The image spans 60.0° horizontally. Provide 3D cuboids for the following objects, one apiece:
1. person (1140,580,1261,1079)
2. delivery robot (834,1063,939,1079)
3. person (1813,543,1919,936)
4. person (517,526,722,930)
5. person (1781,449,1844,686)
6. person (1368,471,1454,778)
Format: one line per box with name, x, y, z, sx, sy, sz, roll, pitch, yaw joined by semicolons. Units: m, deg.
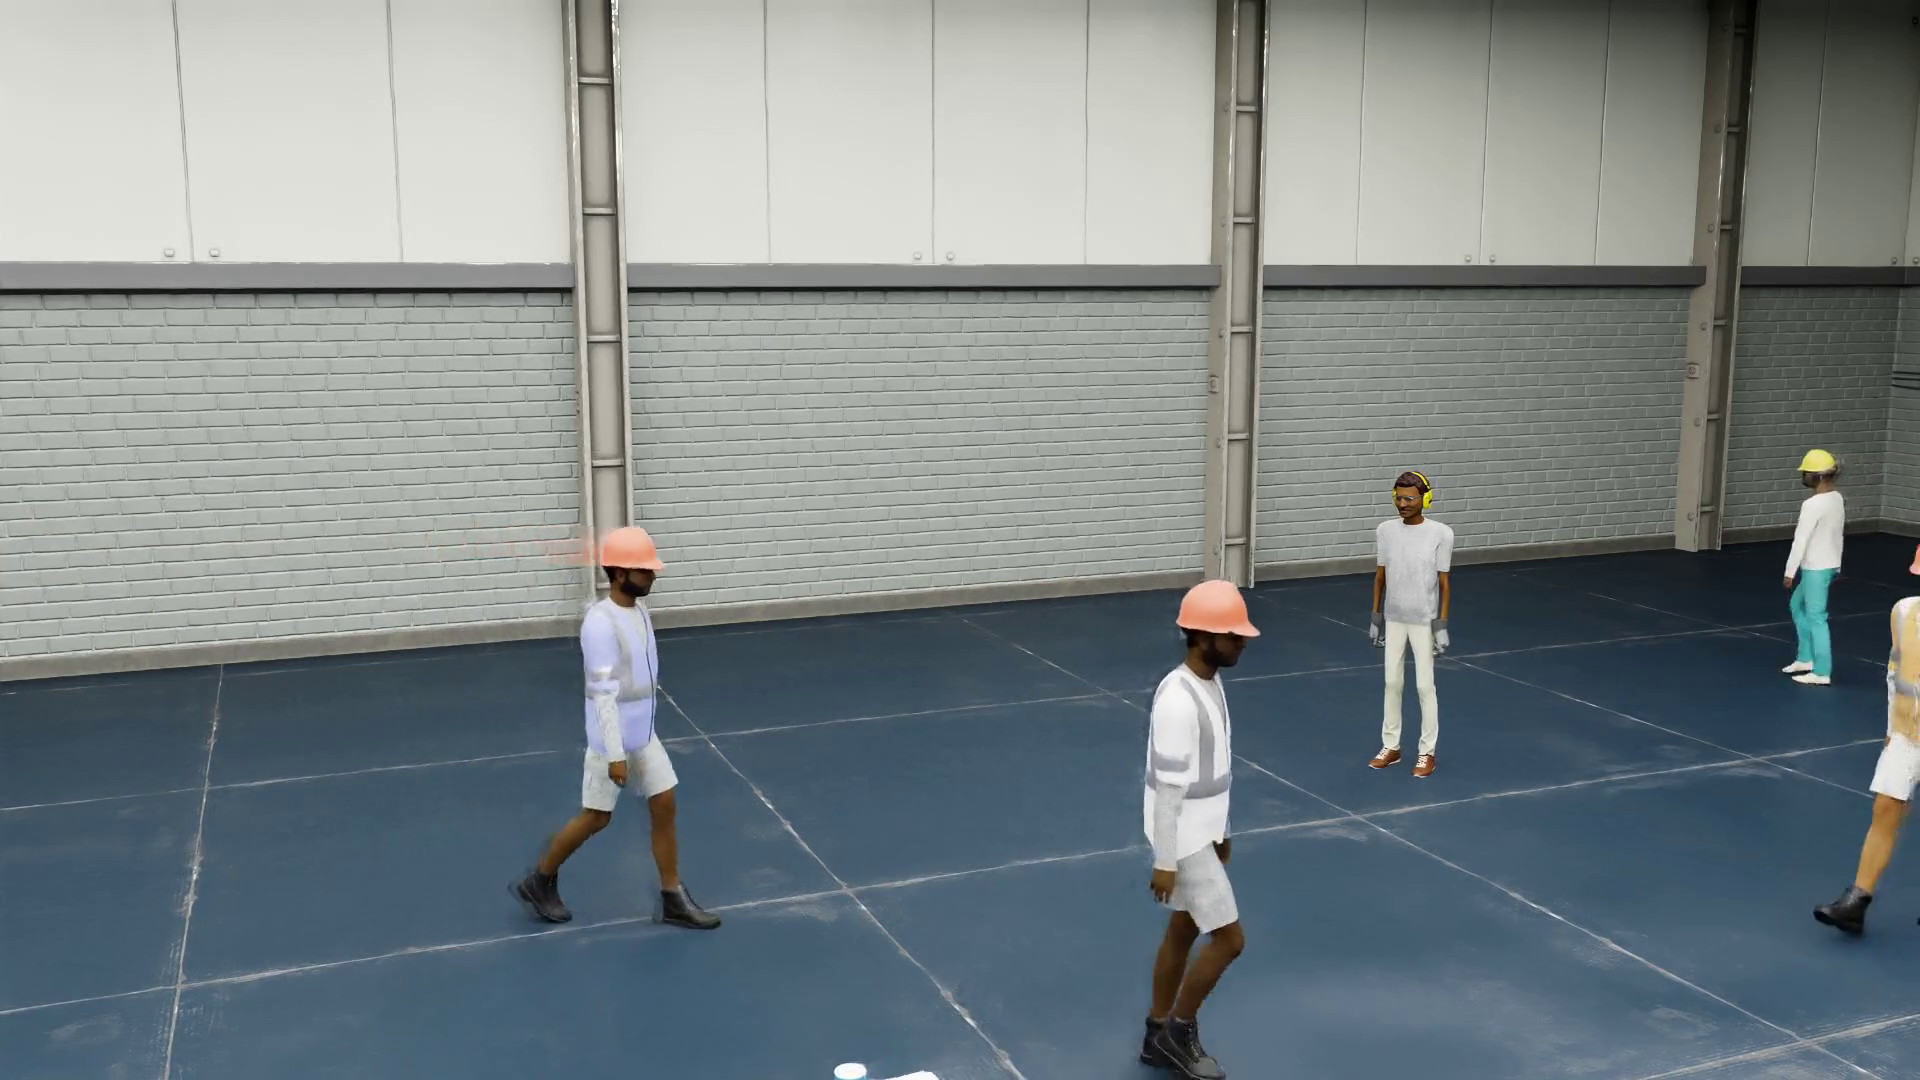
person;0.900;1.097;6.205;0.515;1.916;0.575;3;10;19
delivery robot;-0.340;1.888;5.216;0.707;0.478;0.477;-5;10;-28
person;4.351;0.900;7.519;0.965;1.887;0.576;-5;10;-27
person;-1.622;0.873;7.683;0.937;1.908;0.554;3;9;16
person;6.286;0.198;12.356;0.555;1.745;0.554;-8;12;-41
person;2.738;0.505;10.120;0.516;1.865;0.313;7;11;37
